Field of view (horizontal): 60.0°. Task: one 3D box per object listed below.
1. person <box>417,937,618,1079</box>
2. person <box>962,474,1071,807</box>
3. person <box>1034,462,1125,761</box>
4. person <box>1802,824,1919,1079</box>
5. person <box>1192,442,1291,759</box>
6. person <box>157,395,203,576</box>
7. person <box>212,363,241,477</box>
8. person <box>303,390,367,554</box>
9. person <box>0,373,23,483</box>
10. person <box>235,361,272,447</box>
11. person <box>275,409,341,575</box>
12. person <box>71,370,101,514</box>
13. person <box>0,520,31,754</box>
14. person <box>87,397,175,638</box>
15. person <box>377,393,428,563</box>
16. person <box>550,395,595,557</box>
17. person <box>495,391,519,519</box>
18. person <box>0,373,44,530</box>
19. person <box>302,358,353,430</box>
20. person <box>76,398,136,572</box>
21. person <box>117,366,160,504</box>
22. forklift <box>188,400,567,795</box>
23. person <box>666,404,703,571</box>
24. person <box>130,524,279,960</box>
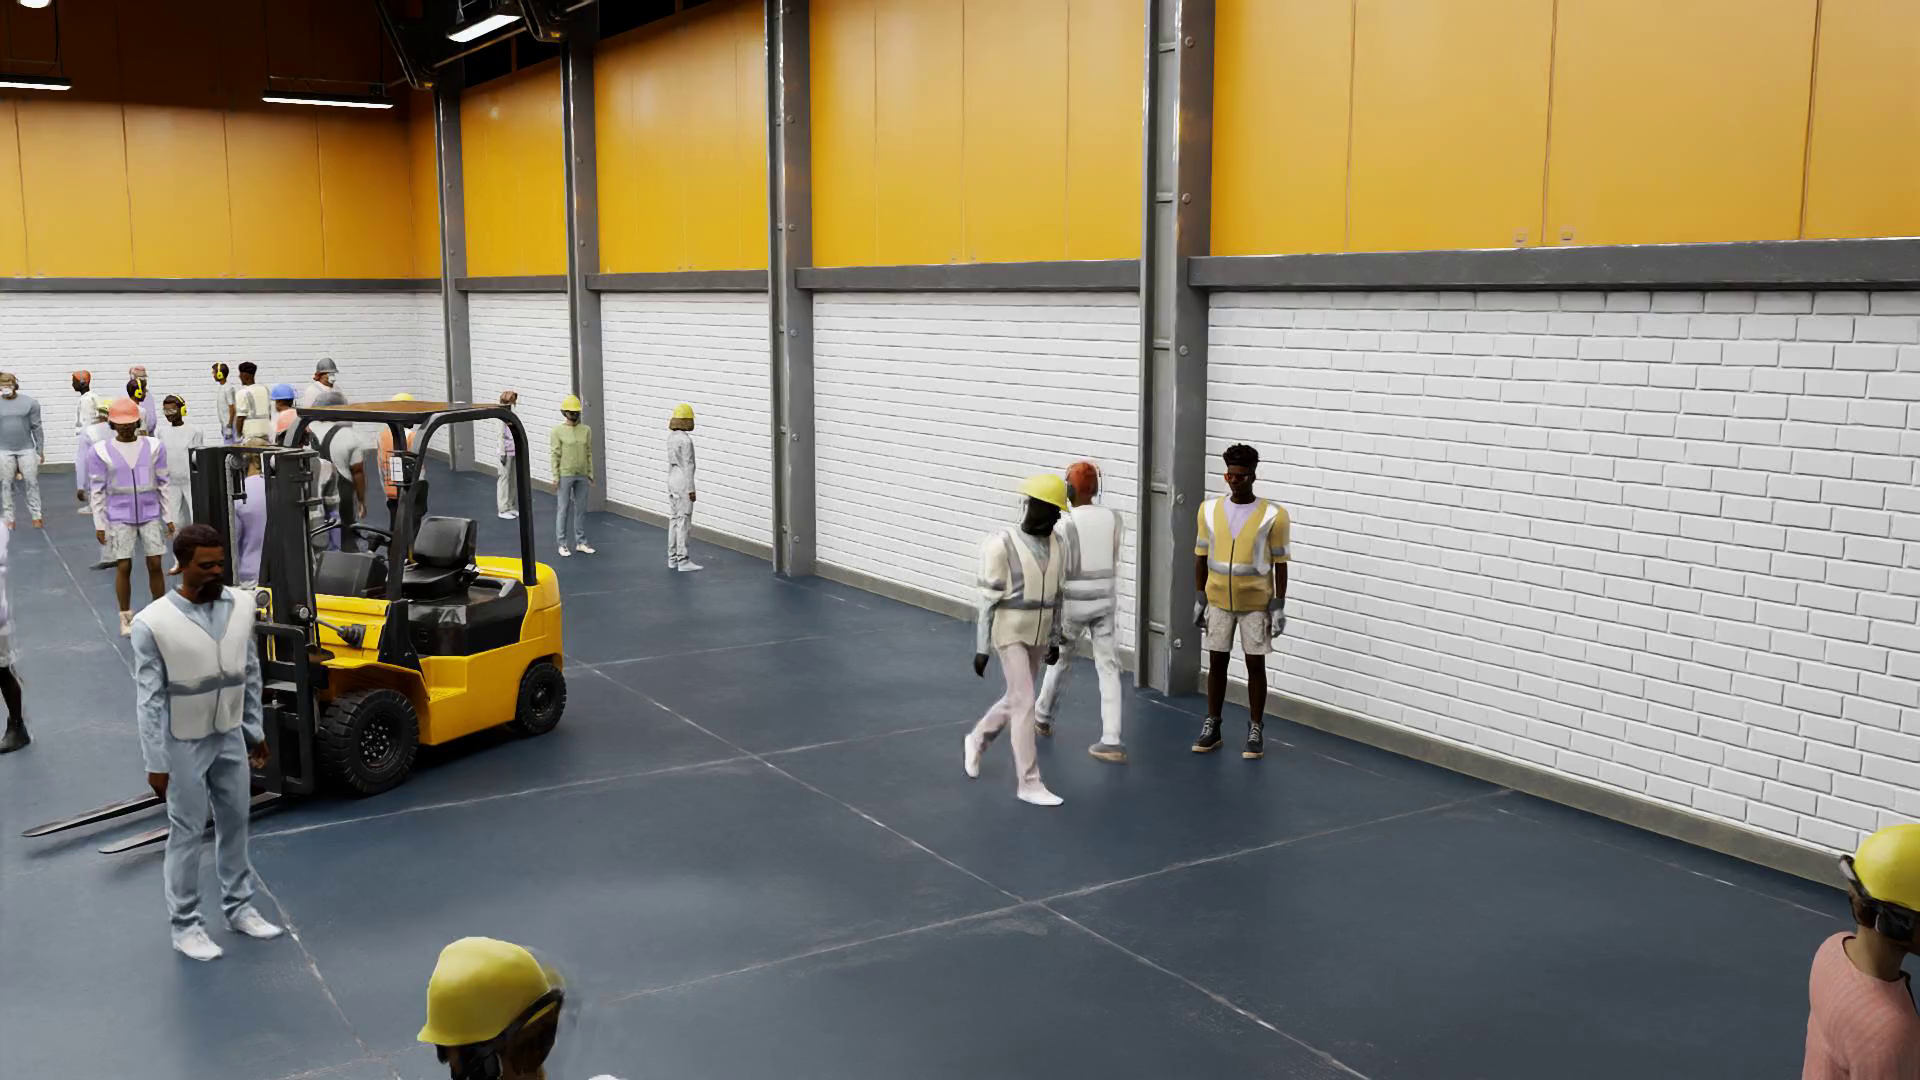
[{"bbox_3d":[-0.723,1.576,3.021,0.535,1.740,0.528,4,10,28],"label":"person"},{"bbox_3d":[0.295,0.538,9.583,0.673,1.874,0.876,-8,11,-42],"label":"person"},{"bbox_3d":[0.757,0.420,10.474,0.564,1.823,1.026,-4,9,-24],"label":"person"},{"bbox_3d":[2.004,1.470,3.677,0.342,1.754,0.531,2,9,15],"label":"person"},{"bbox_3d":[1.737,0.373,10.339,0.607,1.966,0.373,4,9,27],"label":"person"},{"bbox_3d":[-7.931,-0.555,16.967,0.512,1.861,0.325,1,8,4],"label":"person"},{"bbox_3d":[-10.767,-1.663,24.408,0.333,1.866,0.515,-5,10,-31],"label":"person"},{"bbox_3d":[-5.864,-0.390,15.233,0.810,2.000,0.607,-3,9,-20],"label":"person"},{"bbox_3d":[-14.563,-1.714,25.383,0.340,1.690,0.576,5,10,32],"label":"person"},{"bbox_3d":[-9.664,-1.463,22.772,0.383,1.957,0.605,3,9,21],"label":"person"},{"bbox_3d":[-4.903,0.049,12.323,0.609,2.034,0.423,-6,10,-35],"label":"person"},{"bbox_3d":[-11.417,-1.285,21.817,0.359,1.880,0.575,-3,9,-18],"label":"person"},{"bbox_3d":[-6.029,0.461,10.108,0.539,1.875,1.000,-1,8,-5],"label":"person"},{"bbox_3d":[-6.920,-0.186,13.923,0.613,2.028,0.409,-6,10,-36],"label":"person"},{"bbox_3d":[-5.336,-0.448,16.002,0.584,1.927,0.366,5,10,32],"label":"person"},{"bbox_3d":[-4.251,-0.707,18.294,0.310,1.768,0.533,8,11,42],"label":"person"},{"bbox_3d":[-5.776,-1.091,21.303,0.311,1.638,0.522,1,9,8],"label":"person"},{"bbox_3d":[-11.507,-1.074,20.245,0.635,1.927,0.372,-4,10,-28],"label":"person"},{"bbox_3d":[-8.304,-1.394,22.000,0.538,2.000,0.690,2,9,15],"label":"person"},{"bbox_3d":[-8.890,-0.576,17.376,0.465,1.787,0.657,6,10,33],"label":"person"},{"bbox_3d":[-11.076,-1.402,22.511,0.401,1.904,0.649,1,8,5],"label":"person"},{"bbox_3d":[-3.529,0.258,10.348,1.214,2.155,2.313,4,9,25],"label":"forklift"},{"bbox_3d":[-2.881,-0.551,17.357,0.321,1.737,0.487,-5,10,-32],"label":"person"},{"bbox_3d":[-3.293,0.870,7.236,0.423,1.903,0.594,4,9,26],"label":"person"}]
